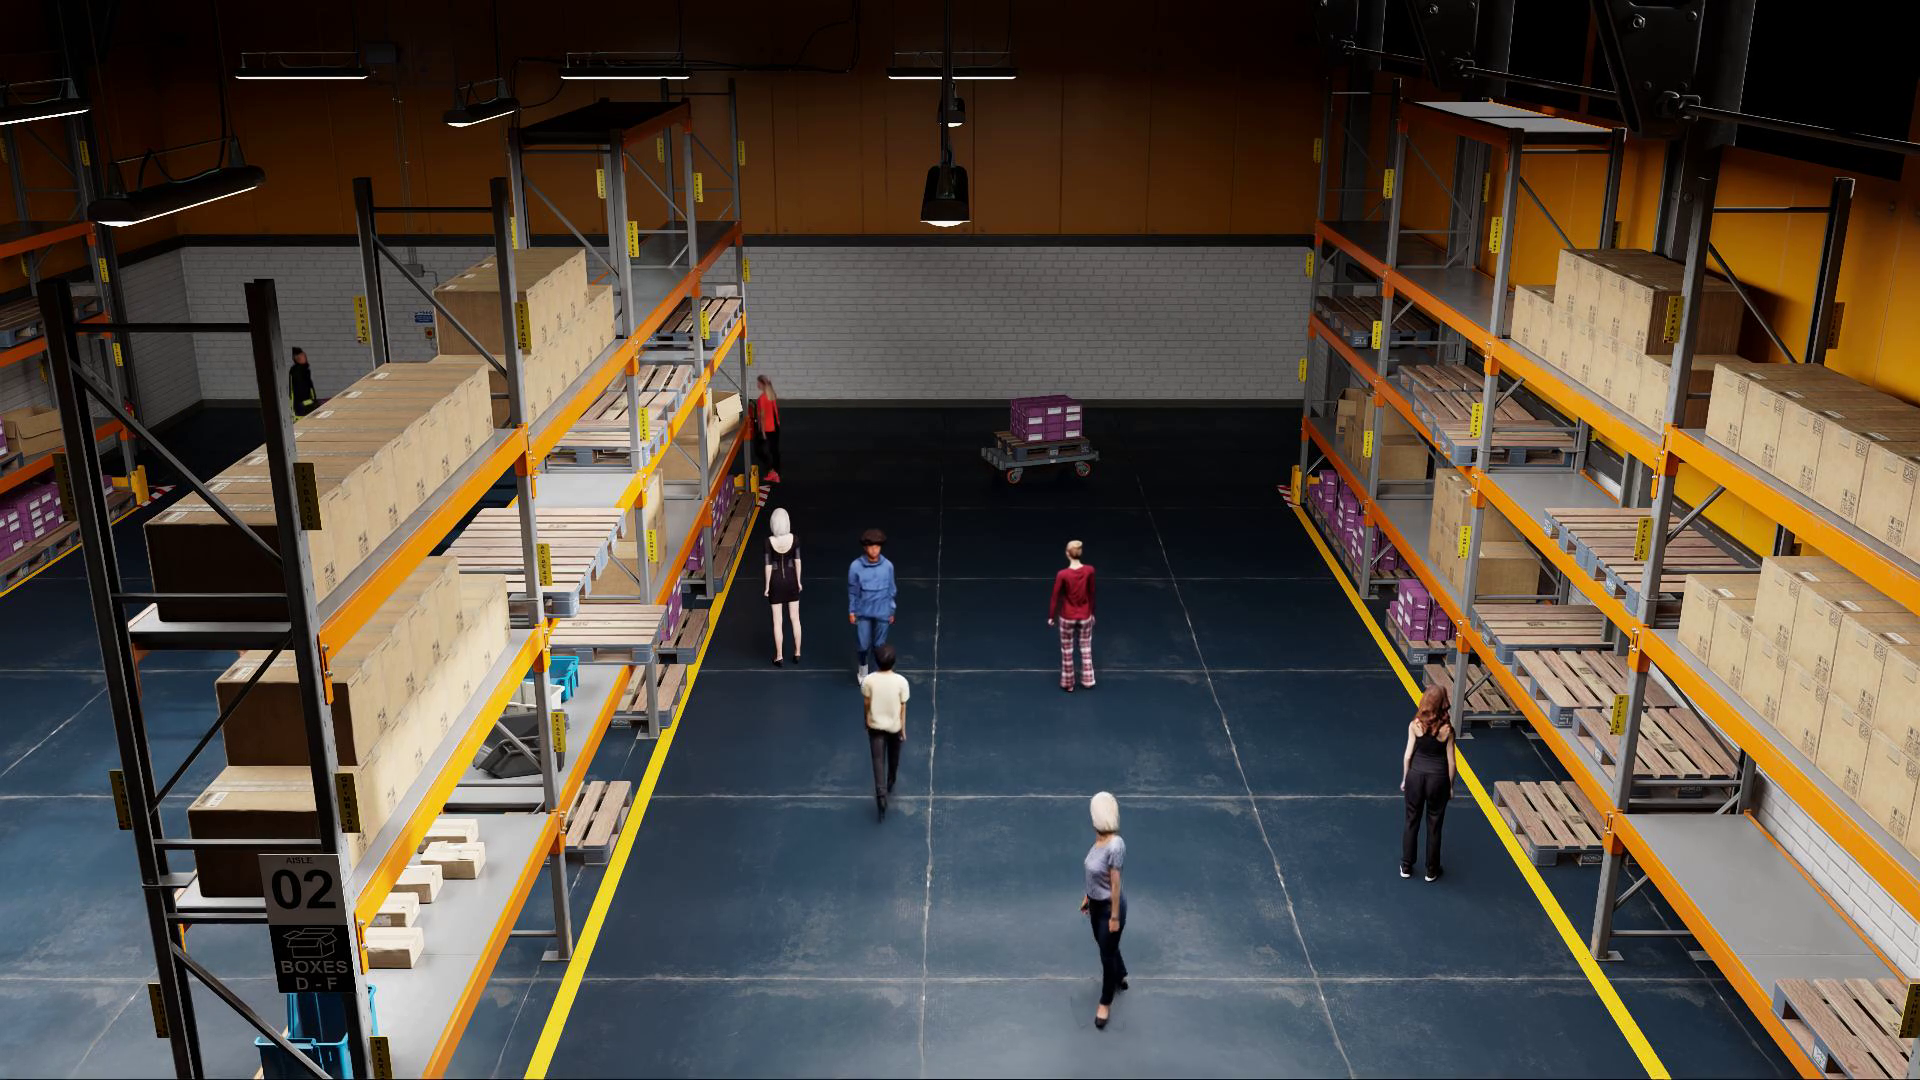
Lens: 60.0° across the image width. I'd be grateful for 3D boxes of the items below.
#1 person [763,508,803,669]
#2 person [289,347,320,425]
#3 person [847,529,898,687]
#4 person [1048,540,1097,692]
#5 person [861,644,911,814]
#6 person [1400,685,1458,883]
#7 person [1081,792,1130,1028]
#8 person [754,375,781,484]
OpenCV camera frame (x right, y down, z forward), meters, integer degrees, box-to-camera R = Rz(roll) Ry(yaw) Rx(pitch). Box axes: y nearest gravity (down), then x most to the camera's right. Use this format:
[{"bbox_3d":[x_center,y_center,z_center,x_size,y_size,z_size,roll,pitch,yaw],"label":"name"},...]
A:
[{"bbox_3d":[-1.945,0.513,18.326,0.647,1.829,0.623,-7,20,-21],"label":"person"},{"bbox_3d":[-10.400,-2.123,26.120,0.992,1.850,0.902,-7,20,-20],"label":"person"},{"bbox_3d":[-0.956,0.721,17.753,0.759,1.800,0.744,-4,19,-12],"label":"person"},{"bbox_3d":[1.224,0.807,17.655,0.703,1.700,0.622,-5,19,-15],"label":"person"},{"bbox_3d":[-0.688,1.738,15.123,0.605,1.552,0.965,0,19,-1],"label":"person"},{"bbox_3d":[3.920,2.027,13.958,0.661,1.747,0.641,7,20,21],"label":"person"},{"bbox_3d":[1.090,2.685,12.089,0.896,1.695,0.677,-10,21,-27],"label":"person"},{"bbox_3d":[-2.798,-1.649,24.982,0.791,1.678,0.699,11,21,29],"label":"person"}]
